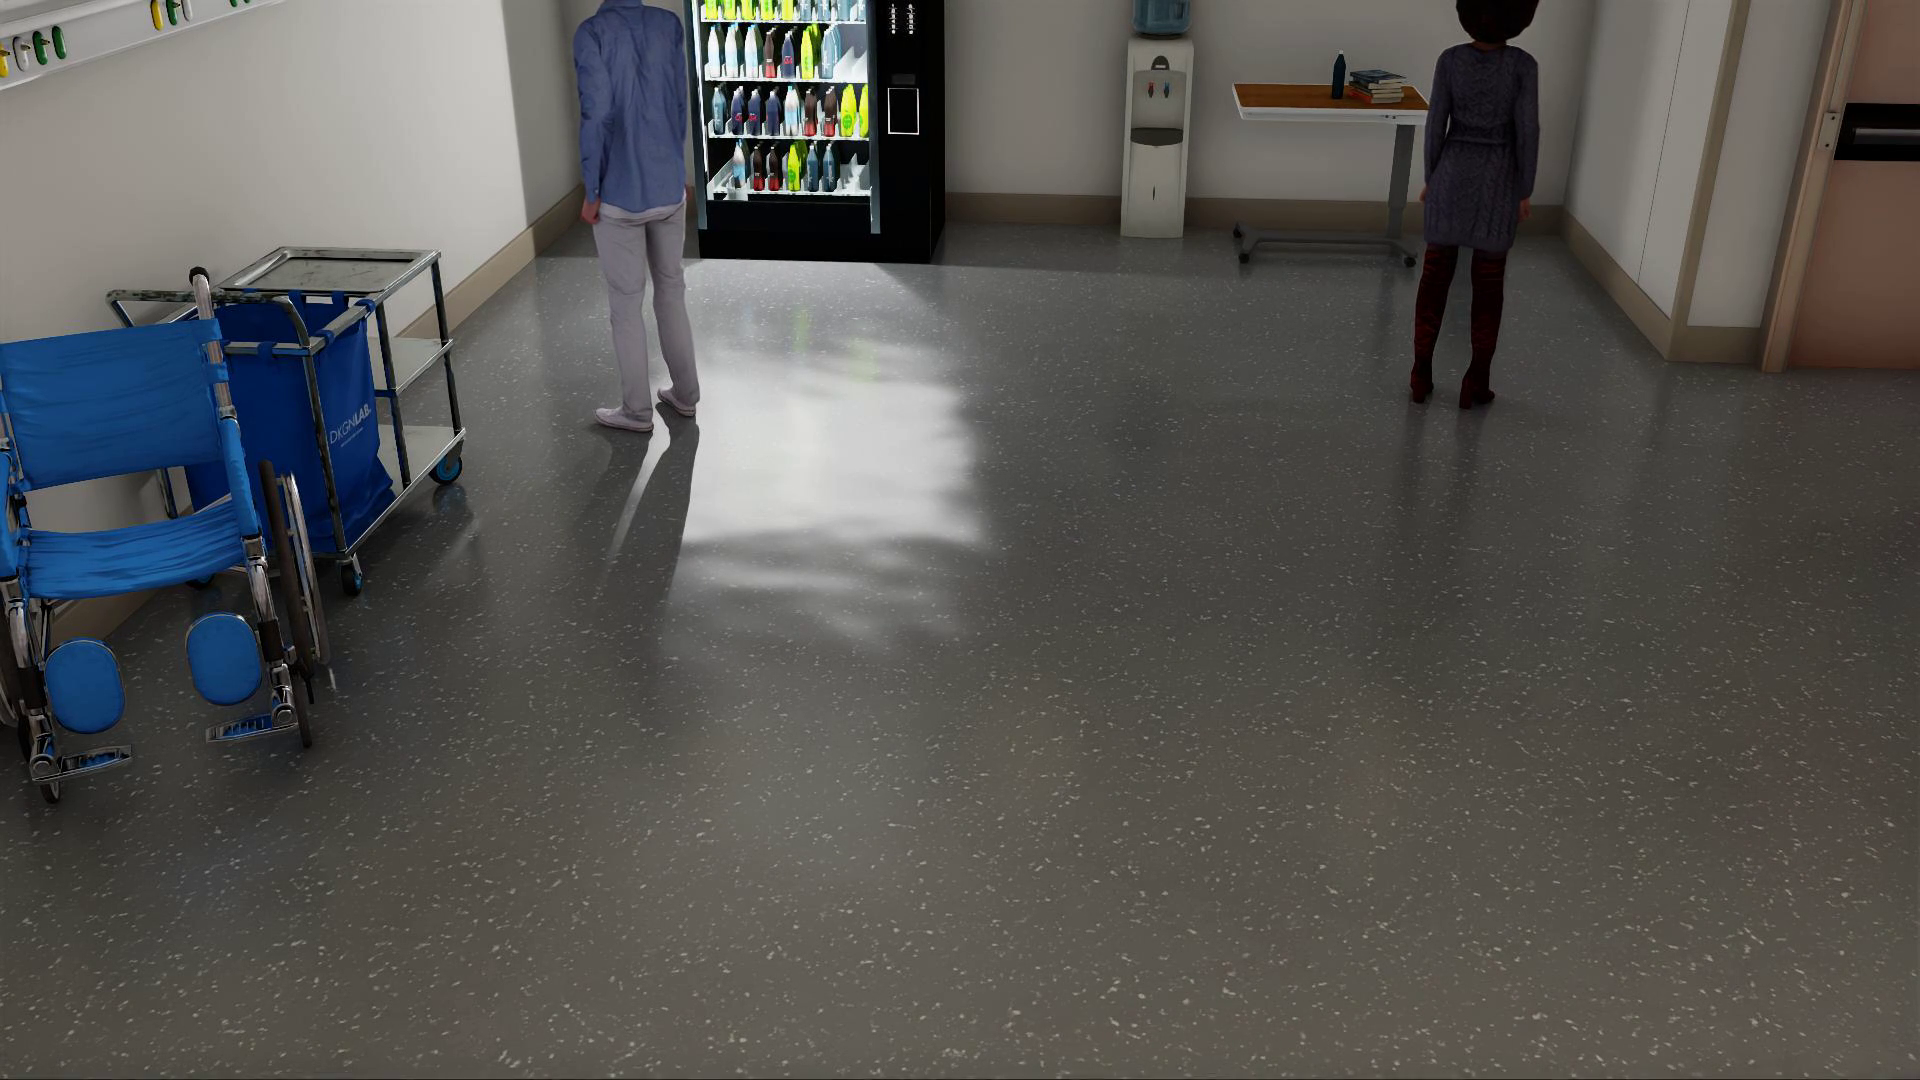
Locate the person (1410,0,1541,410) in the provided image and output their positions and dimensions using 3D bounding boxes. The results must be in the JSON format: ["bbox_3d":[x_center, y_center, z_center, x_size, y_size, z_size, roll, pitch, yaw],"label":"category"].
[{"bbox_3d":[2.008,-1.358,6.507,0.601,1.710,0.723,15,29,28],"label":"person"}]

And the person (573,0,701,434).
[{"bbox_3d":[-1.213,-1.329,6.242,0.773,1.888,0.744,21,33,37],"label":"person"}]
